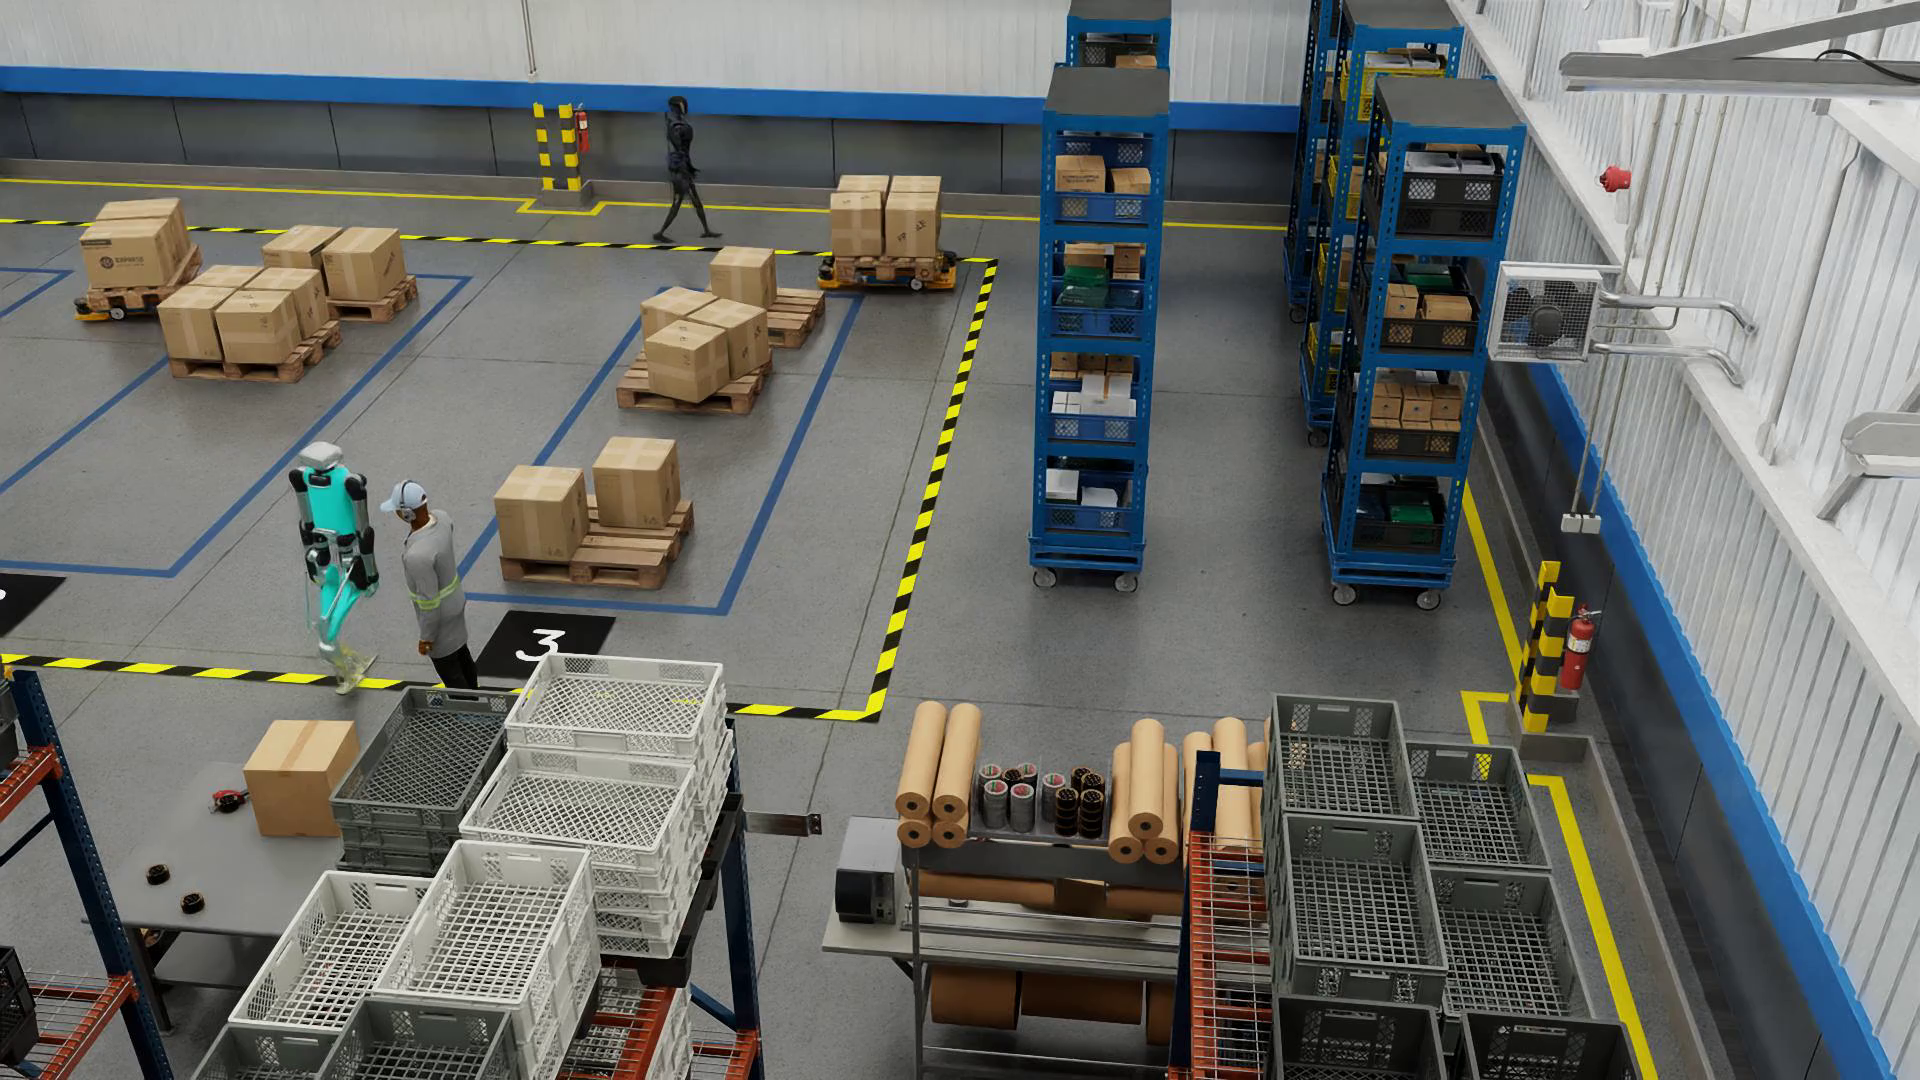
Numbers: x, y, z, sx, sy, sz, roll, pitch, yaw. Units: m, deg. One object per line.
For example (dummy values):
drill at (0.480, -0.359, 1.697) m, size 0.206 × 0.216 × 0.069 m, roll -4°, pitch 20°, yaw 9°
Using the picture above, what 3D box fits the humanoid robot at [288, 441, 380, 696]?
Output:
humanoid robot at (-4.084, 0.287, 10.739) m, size 0.541 × 1.789 × 0.836 m, roll 9°, pitch 31°, yaw 15°

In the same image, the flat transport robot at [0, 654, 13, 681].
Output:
flat transport robot at (-7.142, 0.969, 11.010) m, size 1.431 × 0.231 × 0.659 m, roll 3°, pitch 30°, yaw 6°

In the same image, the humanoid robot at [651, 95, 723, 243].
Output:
humanoid robot at (-3.069, -4.079, 18.325) m, size 0.781 × 1.629 × 0.600 m, roll -2°, pitch 30°, yaw -4°

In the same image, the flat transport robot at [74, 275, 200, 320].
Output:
flat transport robot at (-8.170, -2.491, 16.924) m, size 1.431 × 0.197 × 0.652 m, roll -5°, pitch 31°, yaw -9°

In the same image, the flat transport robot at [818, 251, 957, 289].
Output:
flat transport robot at (-0.760, -2.872, 17.579) m, size 1.431 × 0.197 × 0.652 m, roll 1°, pitch 30°, yaw 2°

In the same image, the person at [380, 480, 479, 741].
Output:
person at (-3.275, 0.448, 10.336) m, size 0.397 × 1.847 × 0.587 m, roll -1°, pitch 30°, yaw -2°
